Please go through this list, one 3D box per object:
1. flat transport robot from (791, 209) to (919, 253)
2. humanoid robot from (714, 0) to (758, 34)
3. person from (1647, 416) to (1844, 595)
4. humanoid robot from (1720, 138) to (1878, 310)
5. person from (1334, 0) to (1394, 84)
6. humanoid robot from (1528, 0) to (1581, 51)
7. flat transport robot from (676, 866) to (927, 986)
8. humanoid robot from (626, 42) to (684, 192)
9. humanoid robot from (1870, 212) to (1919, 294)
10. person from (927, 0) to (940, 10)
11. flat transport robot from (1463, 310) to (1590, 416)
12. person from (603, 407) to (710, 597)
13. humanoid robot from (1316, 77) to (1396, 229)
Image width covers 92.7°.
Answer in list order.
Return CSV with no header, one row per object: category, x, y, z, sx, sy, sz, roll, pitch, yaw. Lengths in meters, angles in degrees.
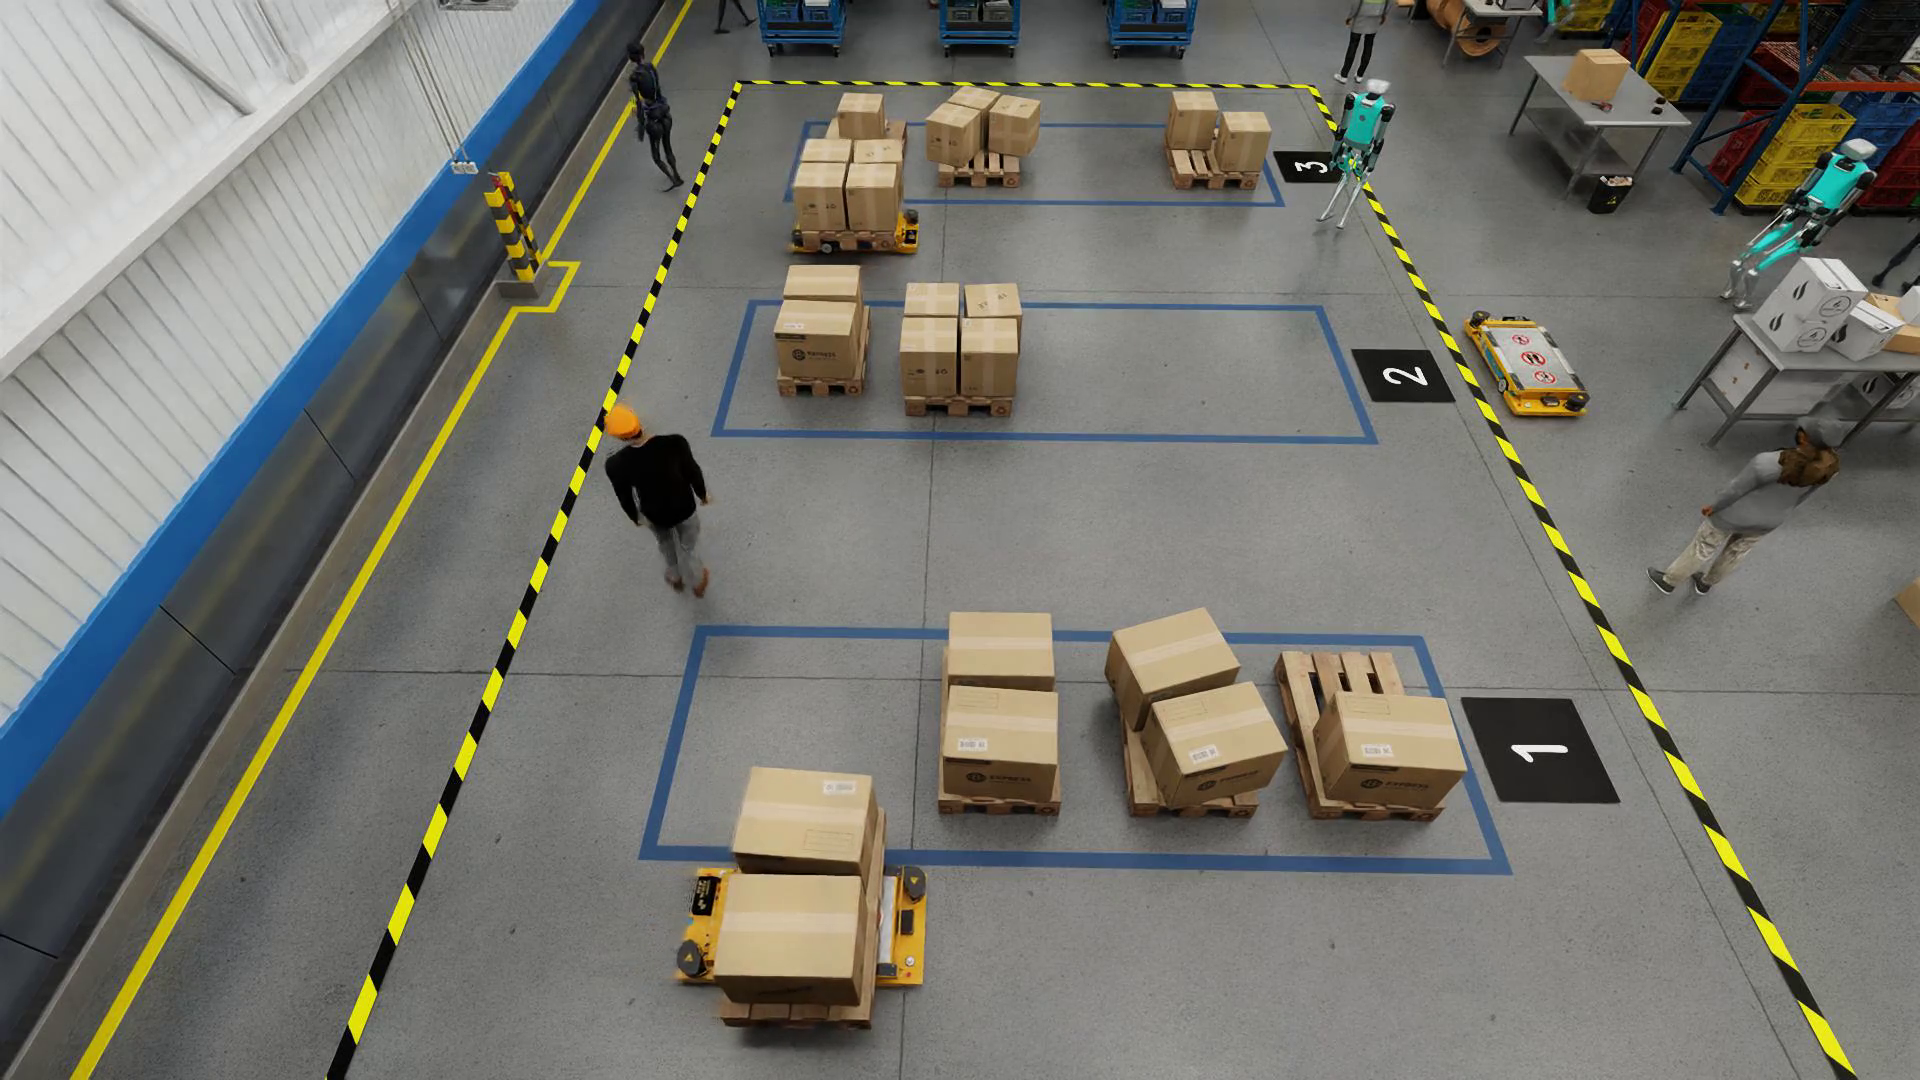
flat transport robot,-1.202,-3.598,10.629,1.431,0.197,0.652,1,49,1
humanoid robot,-3.603,-8.762,14.202,0.743,1.627,0.608,-8,50,-7
person,5.785,-0.201,6.714,0.563,1.769,0.398,3,49,3
humanoid robot,8.282,-3.111,9.193,0.719,1.711,0.530,-15,51,-13
person,5.756,-7.428,12.916,0.588,1.852,0.383,-2,49,-1
humanoid robot,9.090,-8.233,13.732,0.727,1.856,0.545,30,55,23
flat transport robot,-0.925,2.304,5.521,1.431,0.197,0.652,1,49,1
humanoid robot,-3.628,-5.051,10.971,0.421,1.637,0.613,11,50,9
humanoid robot,10.280,-3.326,9.474,0.309,1.651,0.610,-35,57,-26
person,-0.395,-9.694,14.820,0.352,1.937,0.634,-7,50,-6
flat transport robot,5.573,-1.757,9.054,0.659,0.231,1.431,1,49,1
person,-2.141,-0.229,6.694,0.608,1.852,0.347,-11,50,-9
humanoid robot,4.483,-4.351,10.242,0.533,1.673,0.735,33,57,25
